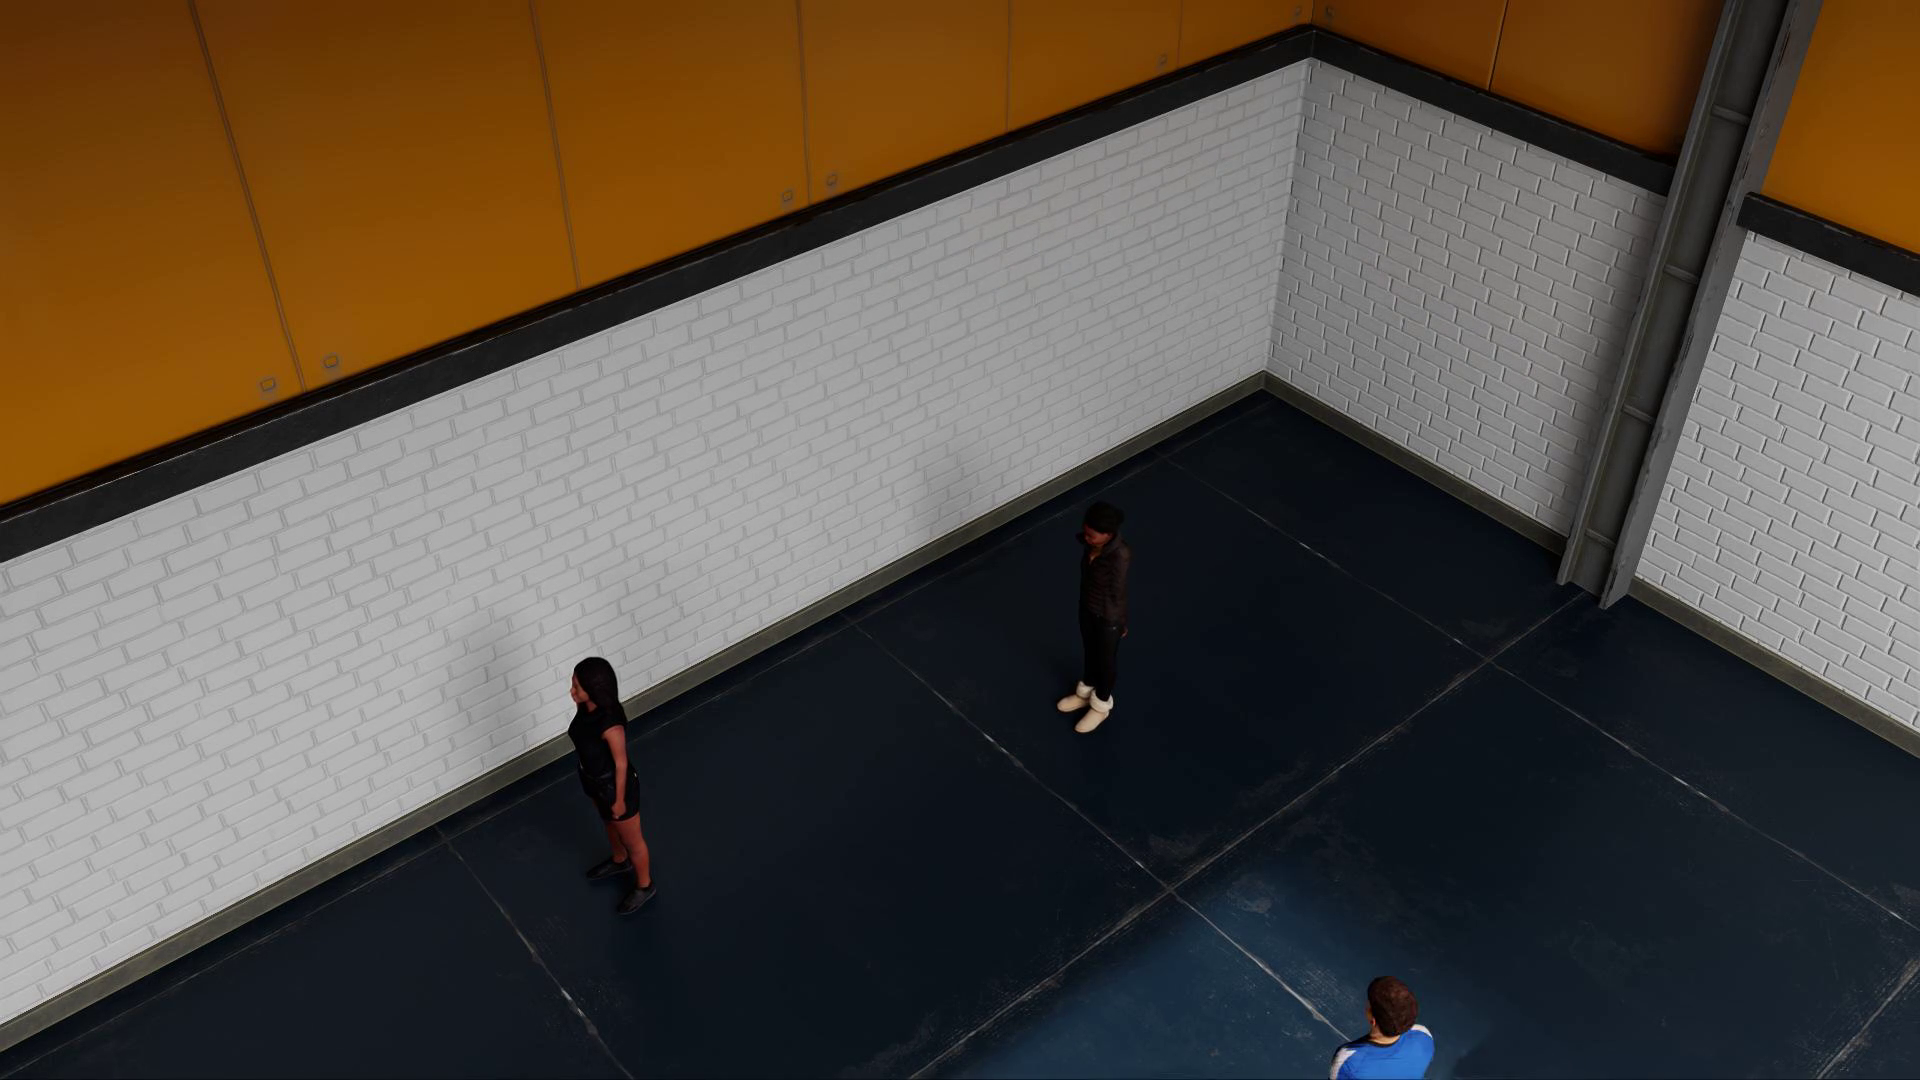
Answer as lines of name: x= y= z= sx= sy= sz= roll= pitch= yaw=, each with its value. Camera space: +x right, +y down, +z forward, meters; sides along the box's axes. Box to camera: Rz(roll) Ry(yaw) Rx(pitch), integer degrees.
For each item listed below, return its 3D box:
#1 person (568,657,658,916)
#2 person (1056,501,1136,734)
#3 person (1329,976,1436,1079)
person: x=-1.892 y=1.303 z=8.974 sx=0.650 sy=1.741 sz=0.448 roll=-27 pitch=46 yaw=-29
person: x=0.878 y=0.424 z=10.141 sx=0.580 sy=1.657 sz=0.652 roll=16 pitch=41 yaw=19
person: x=1.793 y=2.602 z=7.258 sx=0.827 sy=1.852 sz=1.004 roll=-14 pitch=41 yaw=-17
